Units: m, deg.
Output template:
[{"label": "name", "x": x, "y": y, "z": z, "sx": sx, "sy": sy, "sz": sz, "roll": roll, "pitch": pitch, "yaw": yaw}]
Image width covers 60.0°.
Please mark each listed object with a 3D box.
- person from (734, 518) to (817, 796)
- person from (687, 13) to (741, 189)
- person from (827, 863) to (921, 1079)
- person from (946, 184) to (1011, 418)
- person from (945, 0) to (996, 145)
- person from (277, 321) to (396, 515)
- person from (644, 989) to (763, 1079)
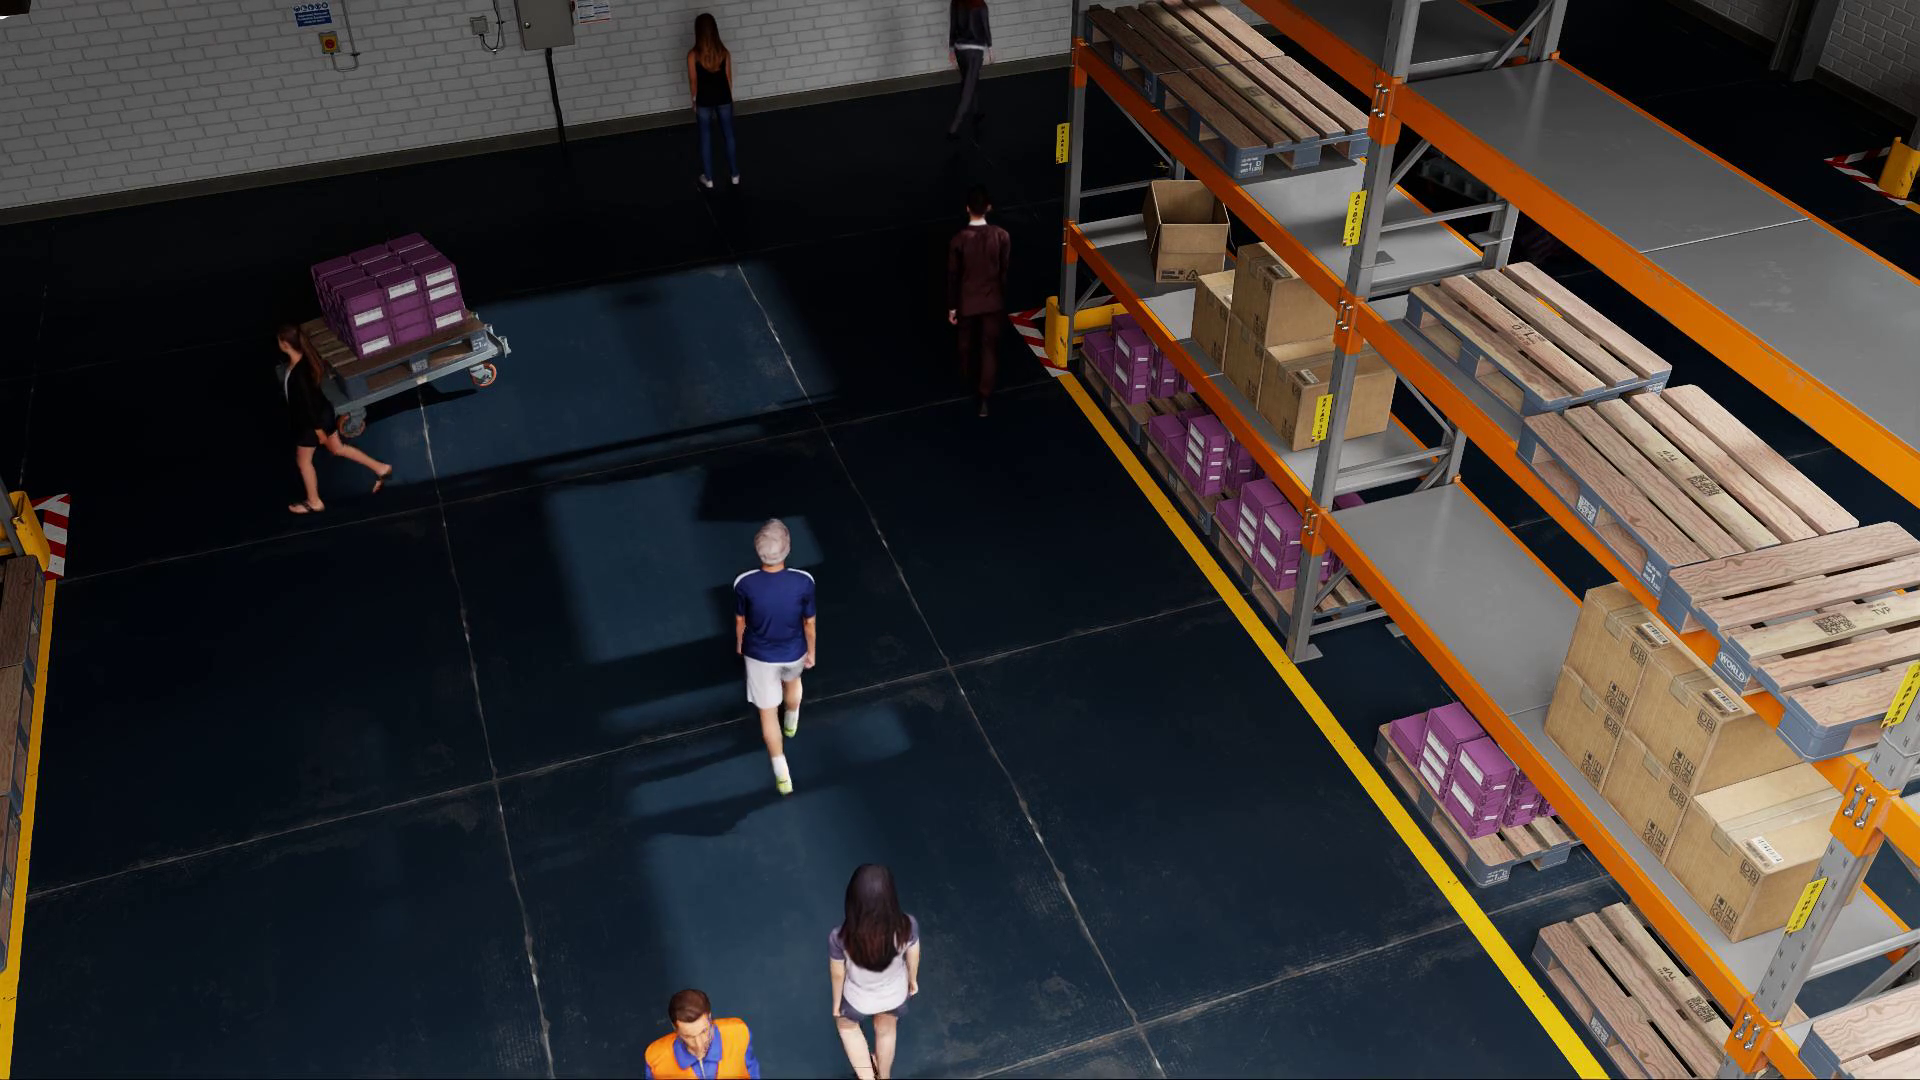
[{"label": "person", "x": -1.086, "y": 0.715, "z": 9.854, "sx": 0.725, "sy": 1.808, "sz": 1.170, "roll": -9, "pitch": 39, "yaw": -11}, {"label": "person", "x": -2.392, "y": -4.260, "z": 16.151, "sx": 0.577, "sy": 1.723, "sz": 0.518, "roll": -11, "pitch": 40, "yaw": -14}, {"label": "person", "x": -0.408, "y": 2.235, "z": 8.043, "sx": 0.618, "sy": 1.694, "sz": 0.693, "roll": -10, "pitch": 40, "yaw": -13}, {"label": "person", "x": 0.176, "y": -1.817, "z": 13.020, "sx": 0.900, "sy": 1.812, "sz": 1.249, "roll": -3, "pitch": 39, "yaw": -3}, {"label": "person", "x": 0.061, "y": -4.885, "z": 16.917, "sx": 1.133, "sy": 1.744, "sz": 1.079, "roll": 24, "pitch": 44, "yaw": 27}, {"label": "person", "x": -4.615, "y": -0.913, "z": 12.116, "sx": 0.710, "sy": 1.528, "sz": 0.979, "roll": -7, "pitch": 39, "yaw": -9}, {"label": "person", "x": -1.127, "y": 2.609, "z": 7.438, "sx": 0.711, "sy": 1.864, "sz": 0.635, "roll": -17, "pitch": 42, "yaw": -21}]
